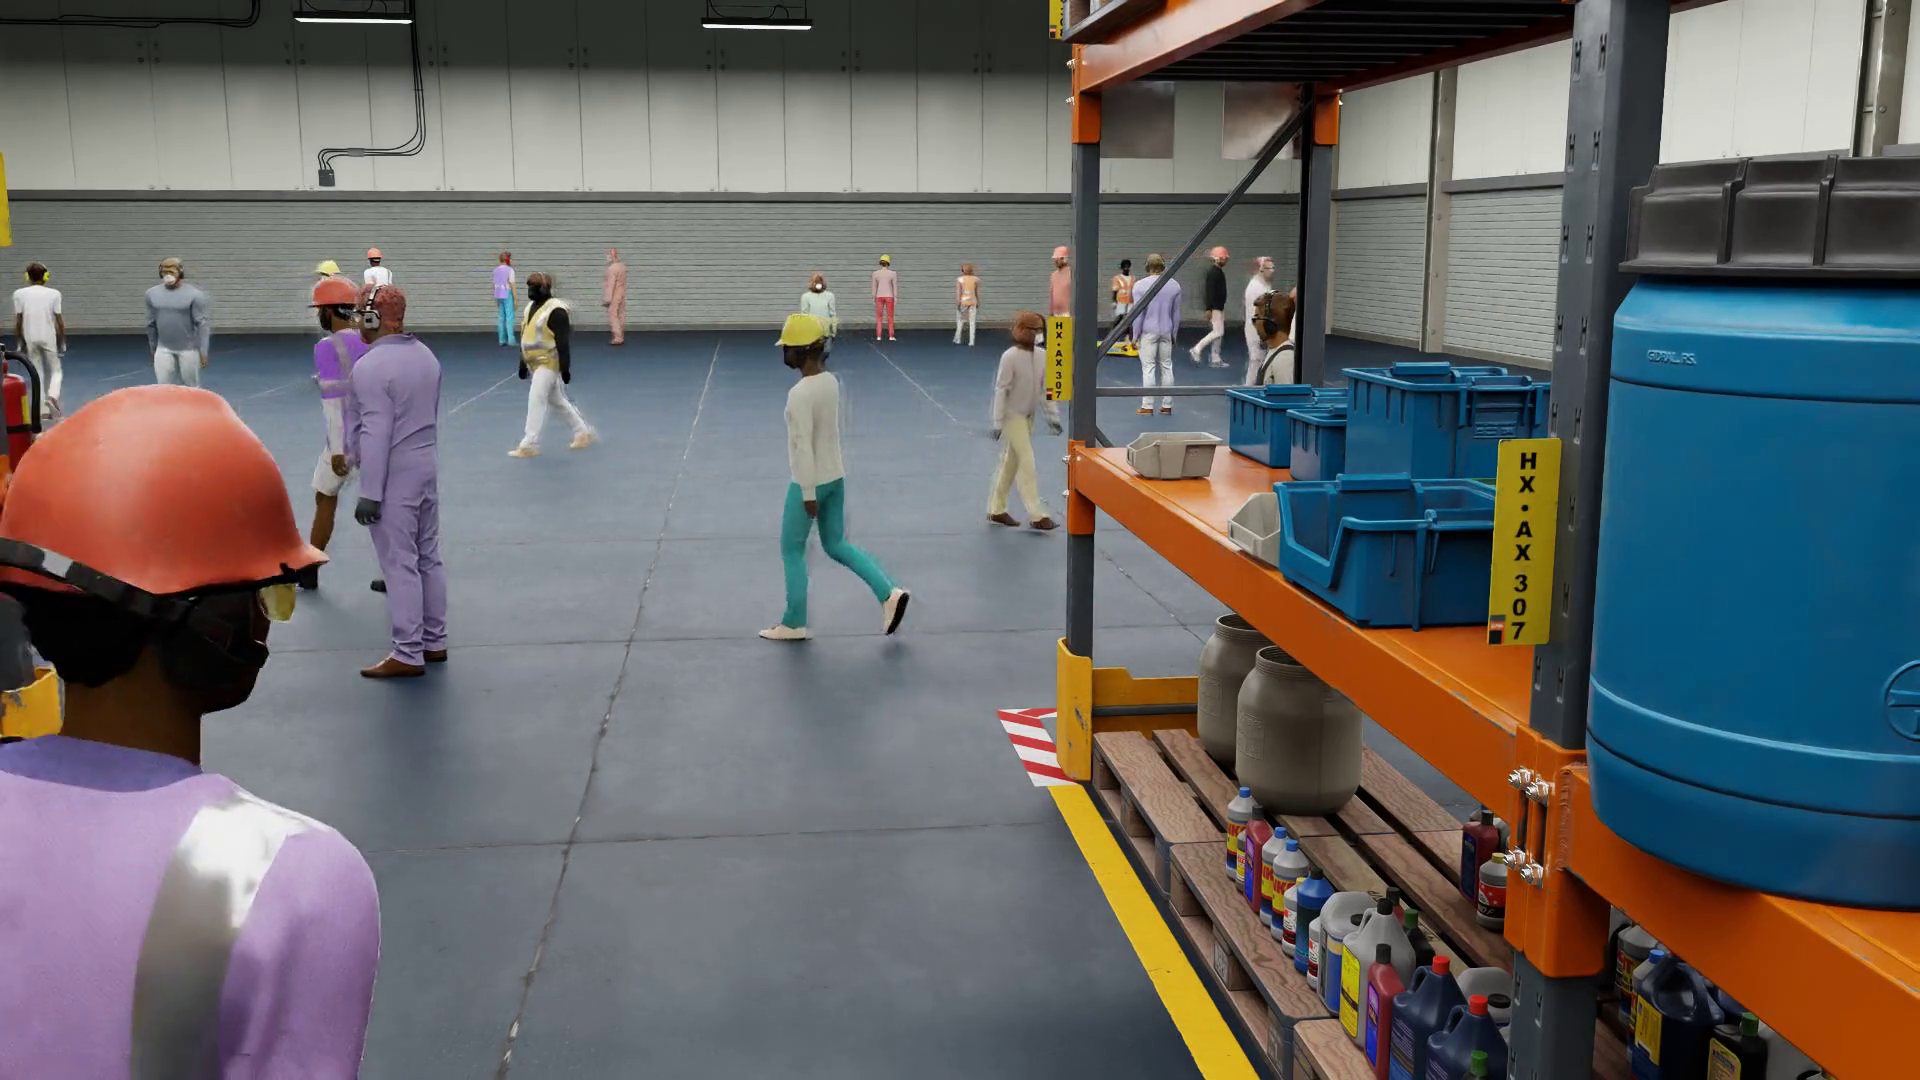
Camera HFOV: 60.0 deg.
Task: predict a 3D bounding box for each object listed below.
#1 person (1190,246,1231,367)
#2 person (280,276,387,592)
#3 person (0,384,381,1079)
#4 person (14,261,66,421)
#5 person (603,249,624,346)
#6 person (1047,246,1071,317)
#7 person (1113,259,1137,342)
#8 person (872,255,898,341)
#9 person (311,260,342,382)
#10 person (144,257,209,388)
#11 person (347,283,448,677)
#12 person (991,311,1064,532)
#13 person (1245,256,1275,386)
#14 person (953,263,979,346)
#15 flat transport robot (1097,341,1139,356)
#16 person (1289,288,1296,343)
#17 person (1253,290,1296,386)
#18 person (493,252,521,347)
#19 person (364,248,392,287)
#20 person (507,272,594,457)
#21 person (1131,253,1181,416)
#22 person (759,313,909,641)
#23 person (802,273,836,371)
[{"bbox_3d":[4.141,-3.802,27.206,0.545,1.980,0.620,4,11,22],"label":"person"},{"bbox_3d":[-3.722,-0.621,9.974,0.978,1.886,0.562,4,11,20],"label":"person"},{"bbox_3d":[-0.811,0.833,1.765,0.617,1.987,1.067,3,11,15],"label":"person"},{"bbox_3d":[-10.648,-2.285,19.239,0.529,1.853,0.473,-3,11,-17],"label":"person"},{"bbox_3d":[-6.832,-4.780,32.819,0.409,1.887,0.719,1,10,5],"label":"person"},{"bbox_3d":[1.560,-3.479,25.398,0.435,1.979,0.655,-8,13,-37],"label":"person"},{"bbox_3d":[3.314,-4.773,33.325,0.535,1.685,0.370,-4,11,-22],"label":"person"},{"bbox_3d":[-1.536,-4.954,34.085,0.535,1.767,0.316,1,10,7],"label":"person"},{"bbox_3d":[-8.506,-2.855,22.430,0.610,1.814,0.494,8,13,39],"label":"person"},{"bbox_3d":[-8.083,-1.937,17.148,0.653,1.929,0.662,-1,10,-3],"label":"person"},{"bbox_3d":[-2.765,-0.285,8.105,0.399,1.909,0.642,2,10,10],"label":"person"},{"bbox_3d":[0.517,-0.853,12.067,0.802,1.591,0.507,7,13,35],"label":"person"},{"bbox_3d":[3.767,-2.547,20.551,0.517,1.886,0.669,3,11,16],"label":"person"},{"bbox_3d":[0.119,-4.631,32.755,0.521,1.607,0.788,-3,11,-18],"label":"person"},{"bbox_3d":[2.697,-3.470,30.048,1.431,0.197,0.652,6,12,29],"label":"flat transport robot"},{"bbox_3d":[3.667,-1.944,18.063,0.542,1.590,0.877,3,11,18],"label":"person"},{"bbox_3d":[1.732,-0.438,9.120,0.351,1.843,0.506,2,10,10],"label":"person"},{"bbox_3d":[-8.850,-4.682,32.380,0.570,1.840,0.373,7,12,33],"label":"person"},{"bbox_3d":[-10.118,-4.094,28.905,0.364,1.933,0.552,6,12,31],"label":"person"},{"bbox_3d":[-4.041,-1.734,16.370,0.957,1.807,0.628,-8,13,-38],"label":"person"},{"bbox_3d":[2.321,-2.438,19.823,0.629,1.937,0.376,-4,11,-21],"label":"person"},{"bbox_3d":[-0.677,-0.312,8.695,0.732,1.740,0.520,4,11,22],"label":"person"},{"bbox_3d":[-2.068,-3.085,24.248,0.511,1.613,0.550,-4,11,-19],"label":"person"}]
